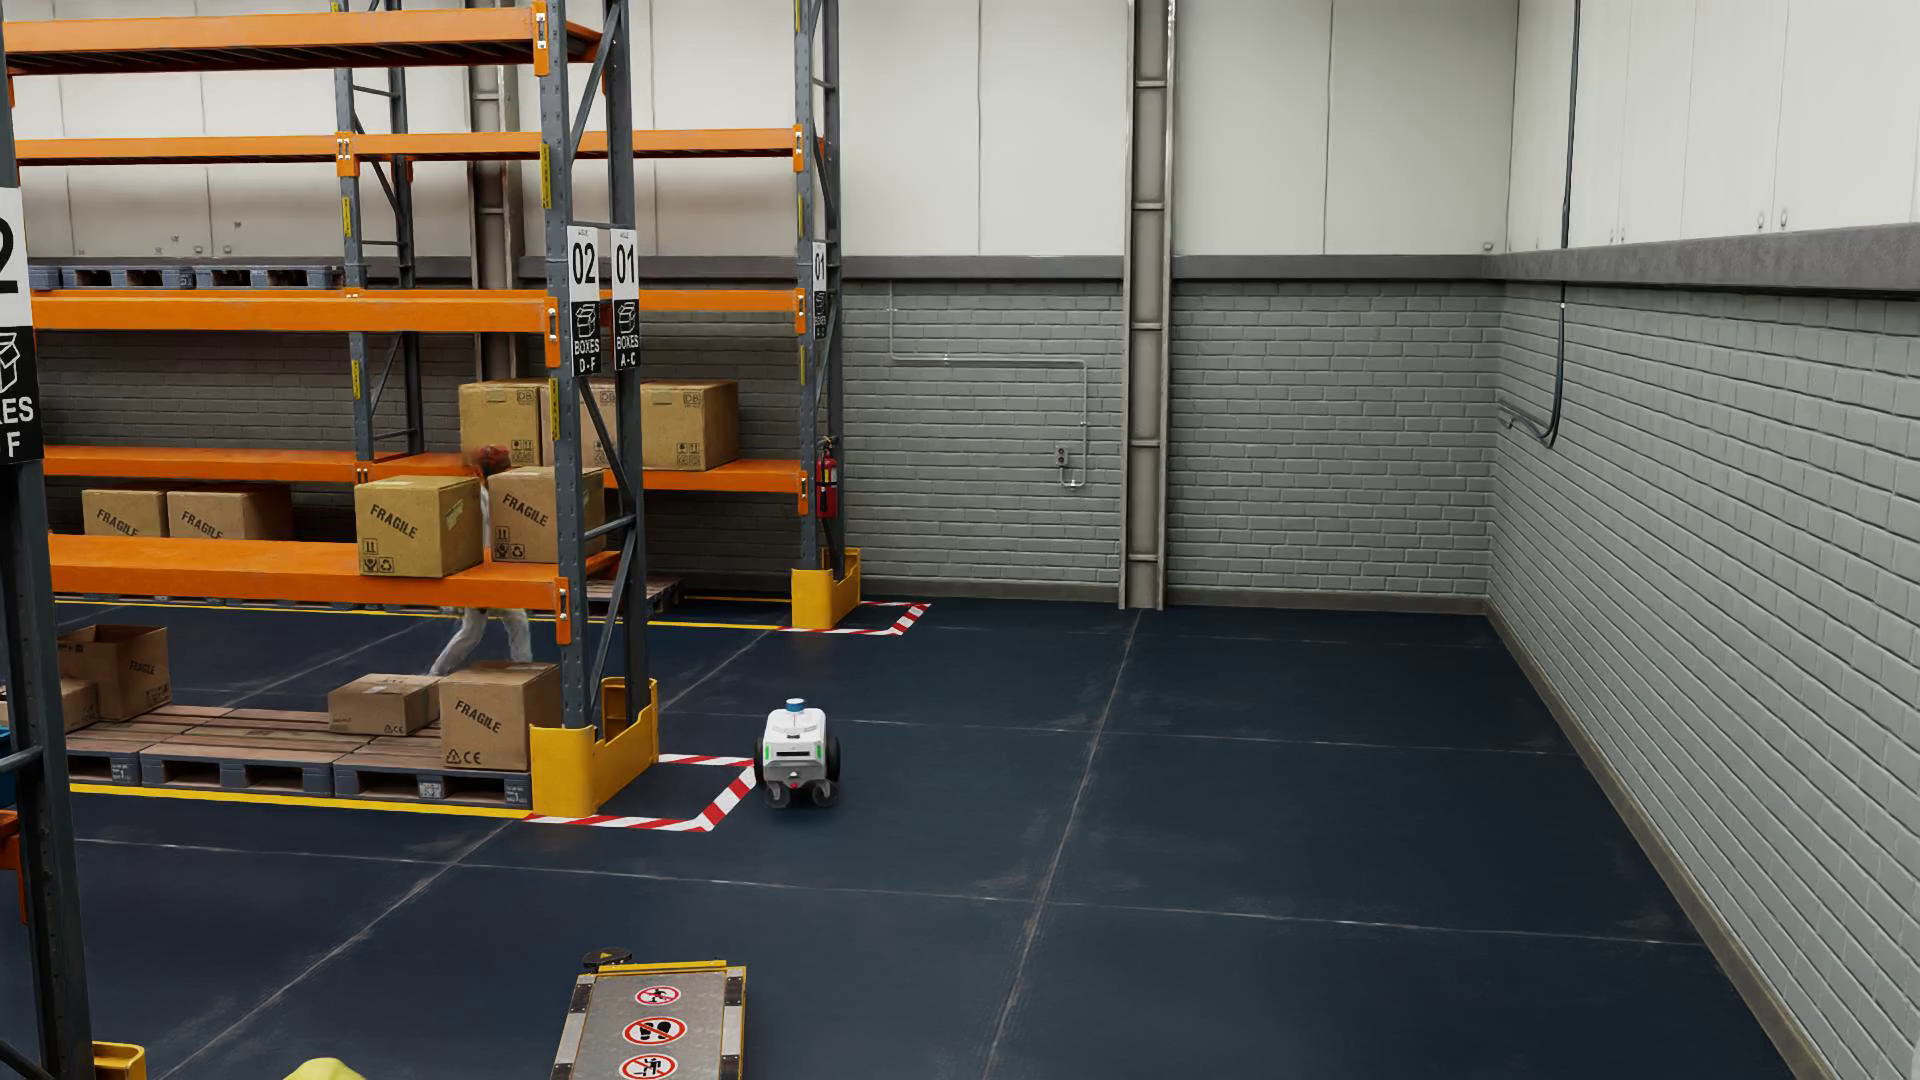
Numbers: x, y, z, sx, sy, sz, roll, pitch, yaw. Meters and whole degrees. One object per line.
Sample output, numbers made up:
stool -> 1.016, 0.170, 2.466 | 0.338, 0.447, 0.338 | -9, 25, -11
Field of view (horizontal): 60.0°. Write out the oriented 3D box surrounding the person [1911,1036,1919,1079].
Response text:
person -> 2.136, 1.579, 3.384 | 0.339, 1.748, 0.564 | 0, 9, 3

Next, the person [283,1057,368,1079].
person -> -0.992, 1.686, 2.677 | 0.525, 1.769, 0.315 | -3, 10, -19

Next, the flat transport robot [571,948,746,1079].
flat transport robot -> -1.131, 1.870, 6.159 | 0.652, 0.197, 1.431 | -1, 9, -6

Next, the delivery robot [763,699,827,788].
delivery robot -> -0.936, 1.148, 9.469 | 0.477, 0.478, 0.707 | 0, 9, -3

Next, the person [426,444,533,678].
person -> -3.258, 0.263, 11.291 | 0.949, 1.848, 0.587 | 2, 9, 11
